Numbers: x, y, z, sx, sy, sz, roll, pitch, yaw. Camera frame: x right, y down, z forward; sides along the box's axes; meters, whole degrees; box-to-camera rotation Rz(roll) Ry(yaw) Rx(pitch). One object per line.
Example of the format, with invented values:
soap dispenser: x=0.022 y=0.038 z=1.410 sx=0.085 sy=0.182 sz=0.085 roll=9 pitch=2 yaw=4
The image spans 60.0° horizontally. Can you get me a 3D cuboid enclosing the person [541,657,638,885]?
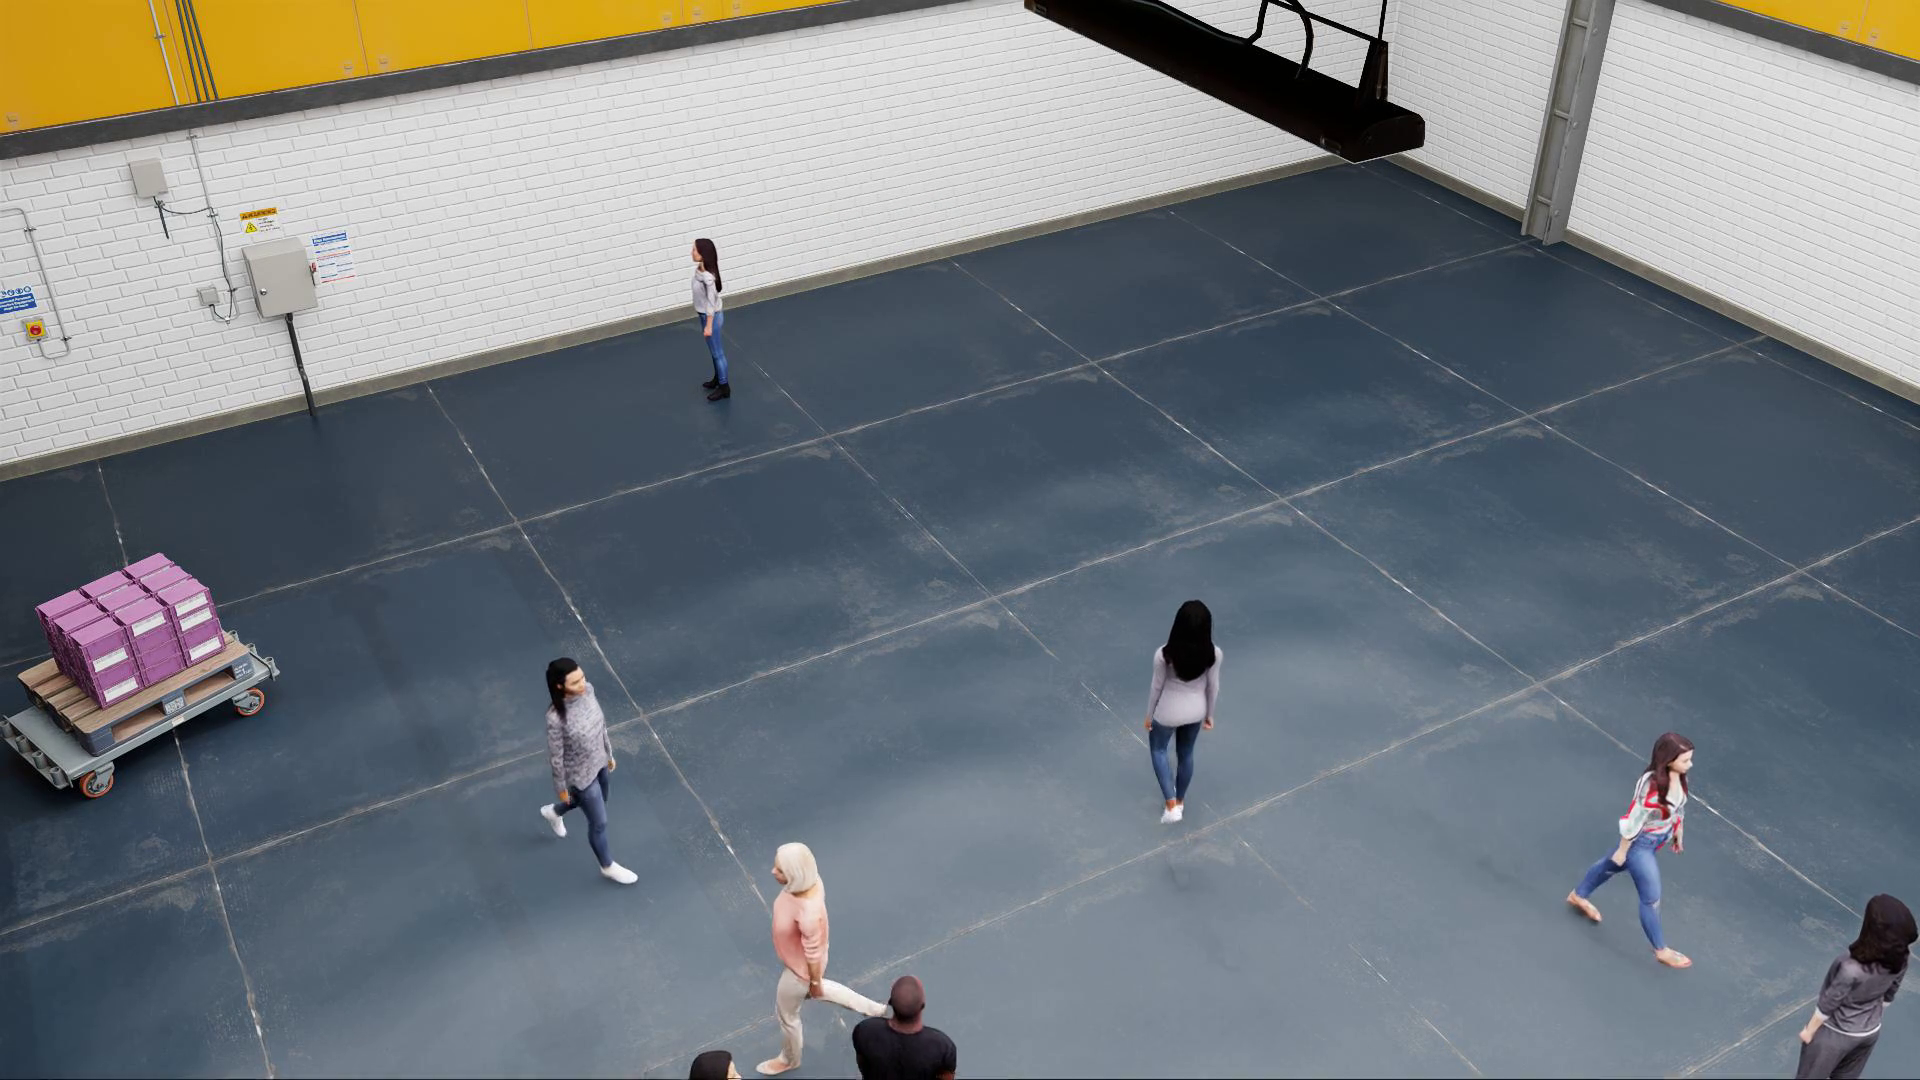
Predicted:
person: x=-2.421 y=1.403 z=10.435 sx=1.076 sy=1.717 sz=0.965 roll=13 pitch=36 yaw=19

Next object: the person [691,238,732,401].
person: x=-2.359 y=-2.116 z=15.805 sx=0.714 sy=1.633 sz=0.541 roll=-8 pitch=34 yaw=-12

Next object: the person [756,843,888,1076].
person: x=-0.774 y=2.277 z=9.135 sx=0.884 sy=1.701 sz=1.017 roll=-6 pitch=34 yaw=-9

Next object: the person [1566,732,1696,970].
person: x=4.028 y=1.773 z=10.011 sx=0.768 sy=1.571 sz=1.119 roll=-27 pitch=42 yaw=-34

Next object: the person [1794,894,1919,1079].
person: x=4.618 y=2.548 z=8.675 sx=0.630 sy=1.759 sz=0.579 roll=-10 pitch=35 yaw=-14

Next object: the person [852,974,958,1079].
person: x=-0.304 y=2.895 z=8.139 sx=1.154 sy=1.774 sz=1.307 roll=4 pitch=34 yaw=6

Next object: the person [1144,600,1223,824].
person: x=1.447 y=1.187 z=10.757 sx=0.775 sy=1.722 sz=0.884 roll=-5 pitch=34 yaw=-7
